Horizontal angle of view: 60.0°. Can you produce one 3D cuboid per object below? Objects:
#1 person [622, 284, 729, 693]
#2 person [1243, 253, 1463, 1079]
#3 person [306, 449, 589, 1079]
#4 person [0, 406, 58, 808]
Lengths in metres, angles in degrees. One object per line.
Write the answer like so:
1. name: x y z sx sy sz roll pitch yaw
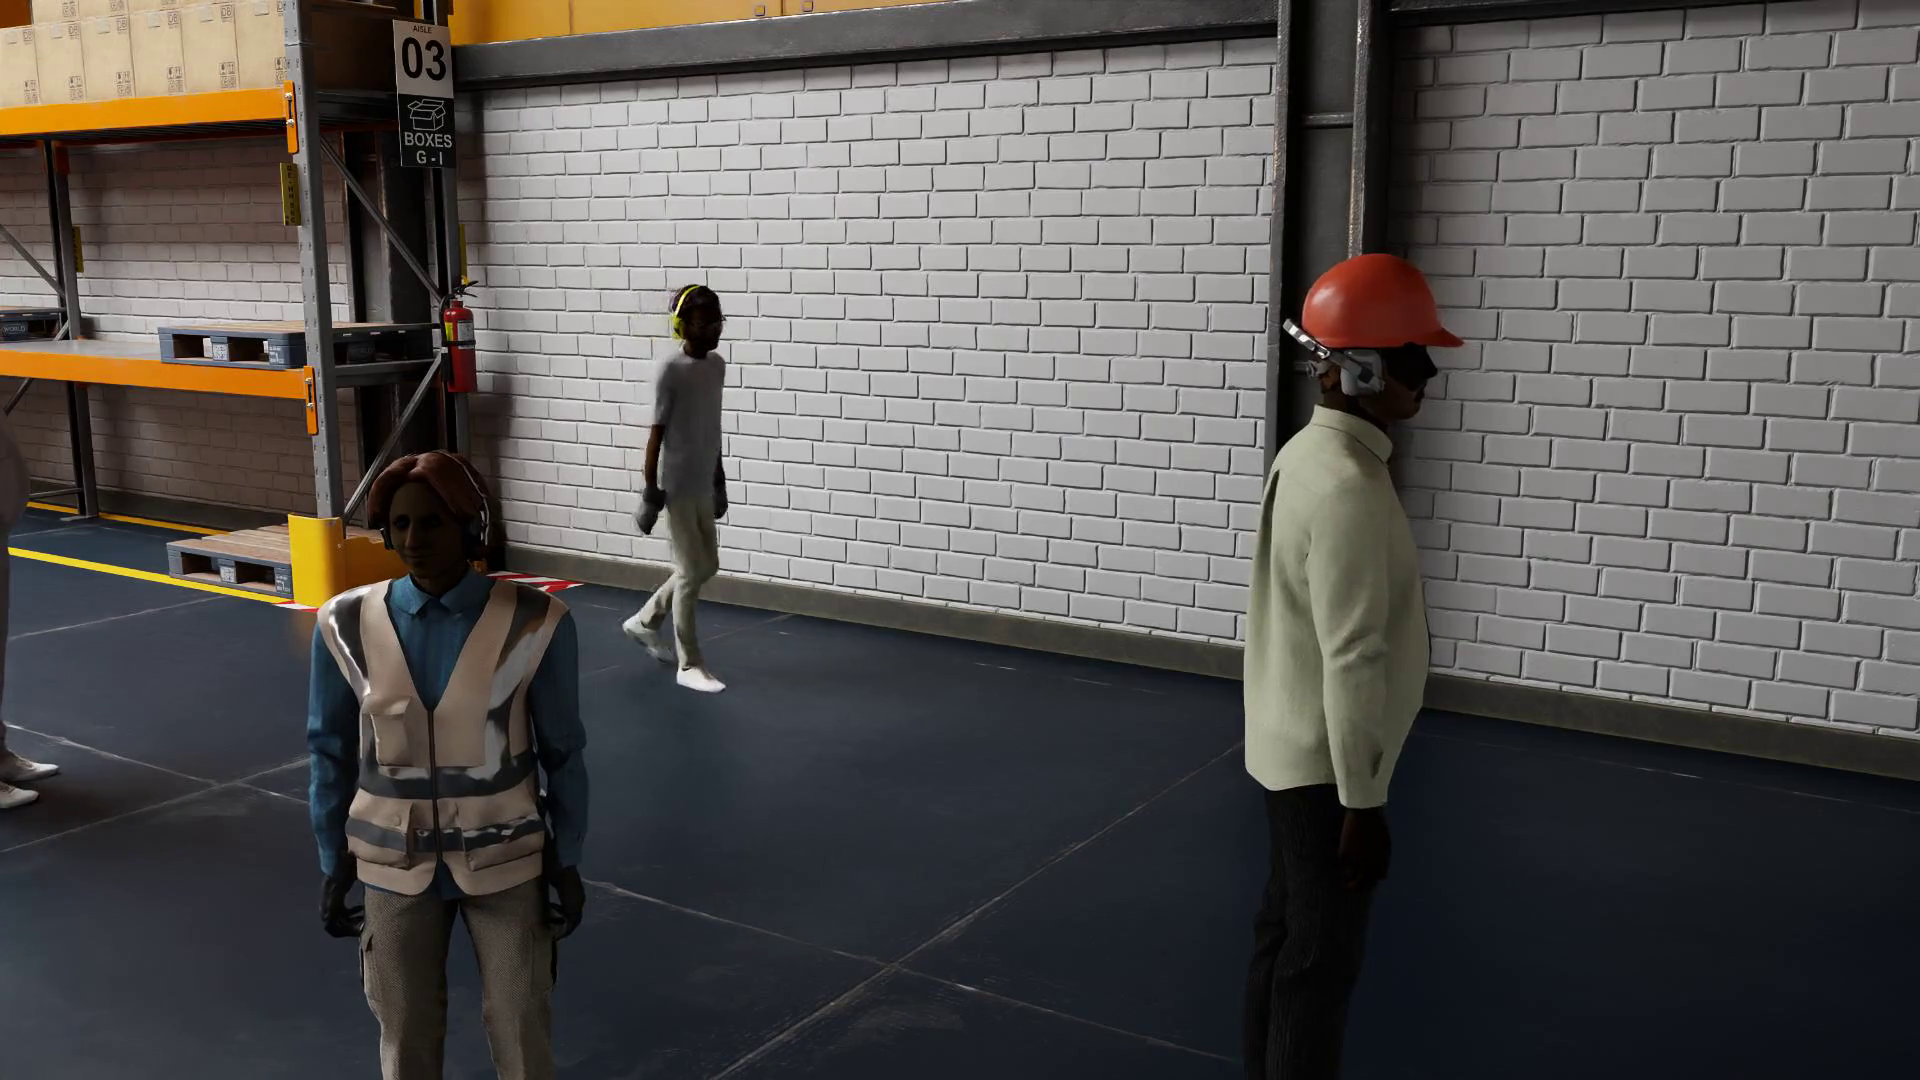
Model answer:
1. person: -1.287 -0.231 7.491 0.684 1.837 0.555 5 11 27
2. person: 0.765 0.435 3.347 0.391 1.995 0.613 1 10 4
3. person: -0.973 0.640 3.199 0.522 1.640 0.306 -1 10 -4
4. person: -3.526 0.020 5.937 0.400 1.896 0.654 -4 11 -21
